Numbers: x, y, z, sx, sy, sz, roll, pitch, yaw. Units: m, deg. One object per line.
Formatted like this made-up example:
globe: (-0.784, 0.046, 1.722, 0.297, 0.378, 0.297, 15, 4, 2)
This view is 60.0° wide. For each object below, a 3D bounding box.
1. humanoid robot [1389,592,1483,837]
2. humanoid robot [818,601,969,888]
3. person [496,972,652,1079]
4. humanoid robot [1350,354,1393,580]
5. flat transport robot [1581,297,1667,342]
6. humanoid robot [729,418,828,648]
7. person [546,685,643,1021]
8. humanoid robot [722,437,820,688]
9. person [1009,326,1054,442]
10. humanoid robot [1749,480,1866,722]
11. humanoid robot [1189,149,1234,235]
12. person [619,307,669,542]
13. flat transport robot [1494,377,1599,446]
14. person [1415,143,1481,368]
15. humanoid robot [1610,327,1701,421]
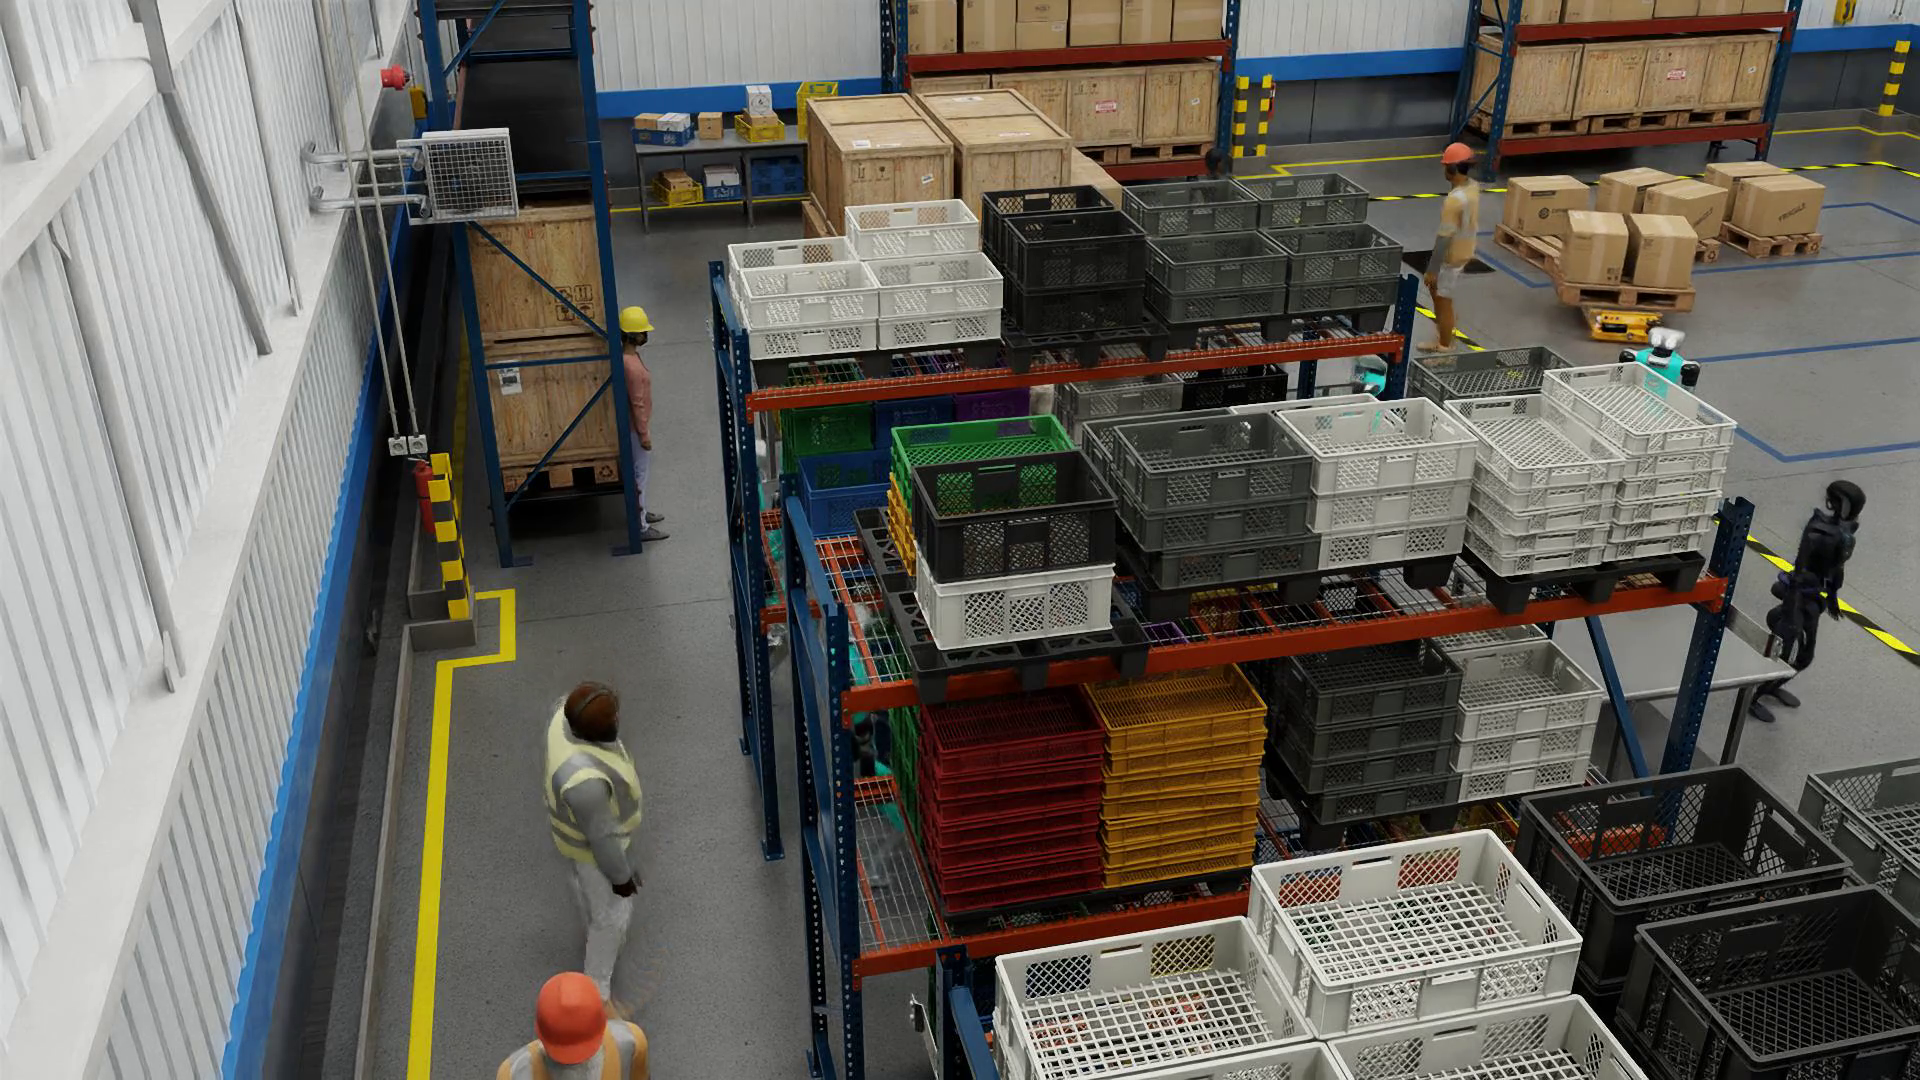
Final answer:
humanoid robot: (2.587, 1.009, 8.668, 0.751, 1.627, 0.583, 17, 32, 30)
humanoid robot: (-0.280, 1.130, 8.411, 0.851, 1.854, 0.555, -1, 28, -2)
person: (-1.313, 2.289, 5.925, 0.542, 1.927, 0.370, -15, 31, -26)
humanoid robot: (2.538, -0.558, 11.582, 1.020, 1.775, 0.530, 14, 31, 25)
flat transport robot: (6.478, -2.294, 16.369, 0.652, 0.197, 1.431, 5, 28, 9)
humanoid robot: (-1.237, -0.077, 10.590, 0.851, 1.738, 0.564, -10, 29, -18)
person: (-1.691, 1.381, 7.796, 0.433, 1.798, 0.725, -9, 29, -17)
humanoid robot: (-1.027, 0.192, 10.170, 0.777, 1.818, 0.567, -6, 28, -11)
person: (0.450, -0.633, 11.575, 0.331, 1.836, 0.505, -24, 36, -38)
humanoid robot: (4.998, 0.358, 9.861, 0.590, 1.632, 0.395, -19, 33, -32)
humanoid robot: (2.445, -3.032, 16.307, 0.613, 1.631, 0.697, -4, 28, -8)
person: (-2.325, -0.842, 12.050, 0.335, 1.760, 0.525, -9, 29, -16)
flat transport robot: (4.780, -1.036, 14.013, 0.659, 0.231, 1.431, -6, 28, -12)
person: (4.376, -2.559, 15.025, 0.494, 2.016, 0.724, 15, 31, 27)
humanoid robot: (4.892, -0.782, 11.808, 0.533, 1.680, 0.735, 16, 32, 27)
